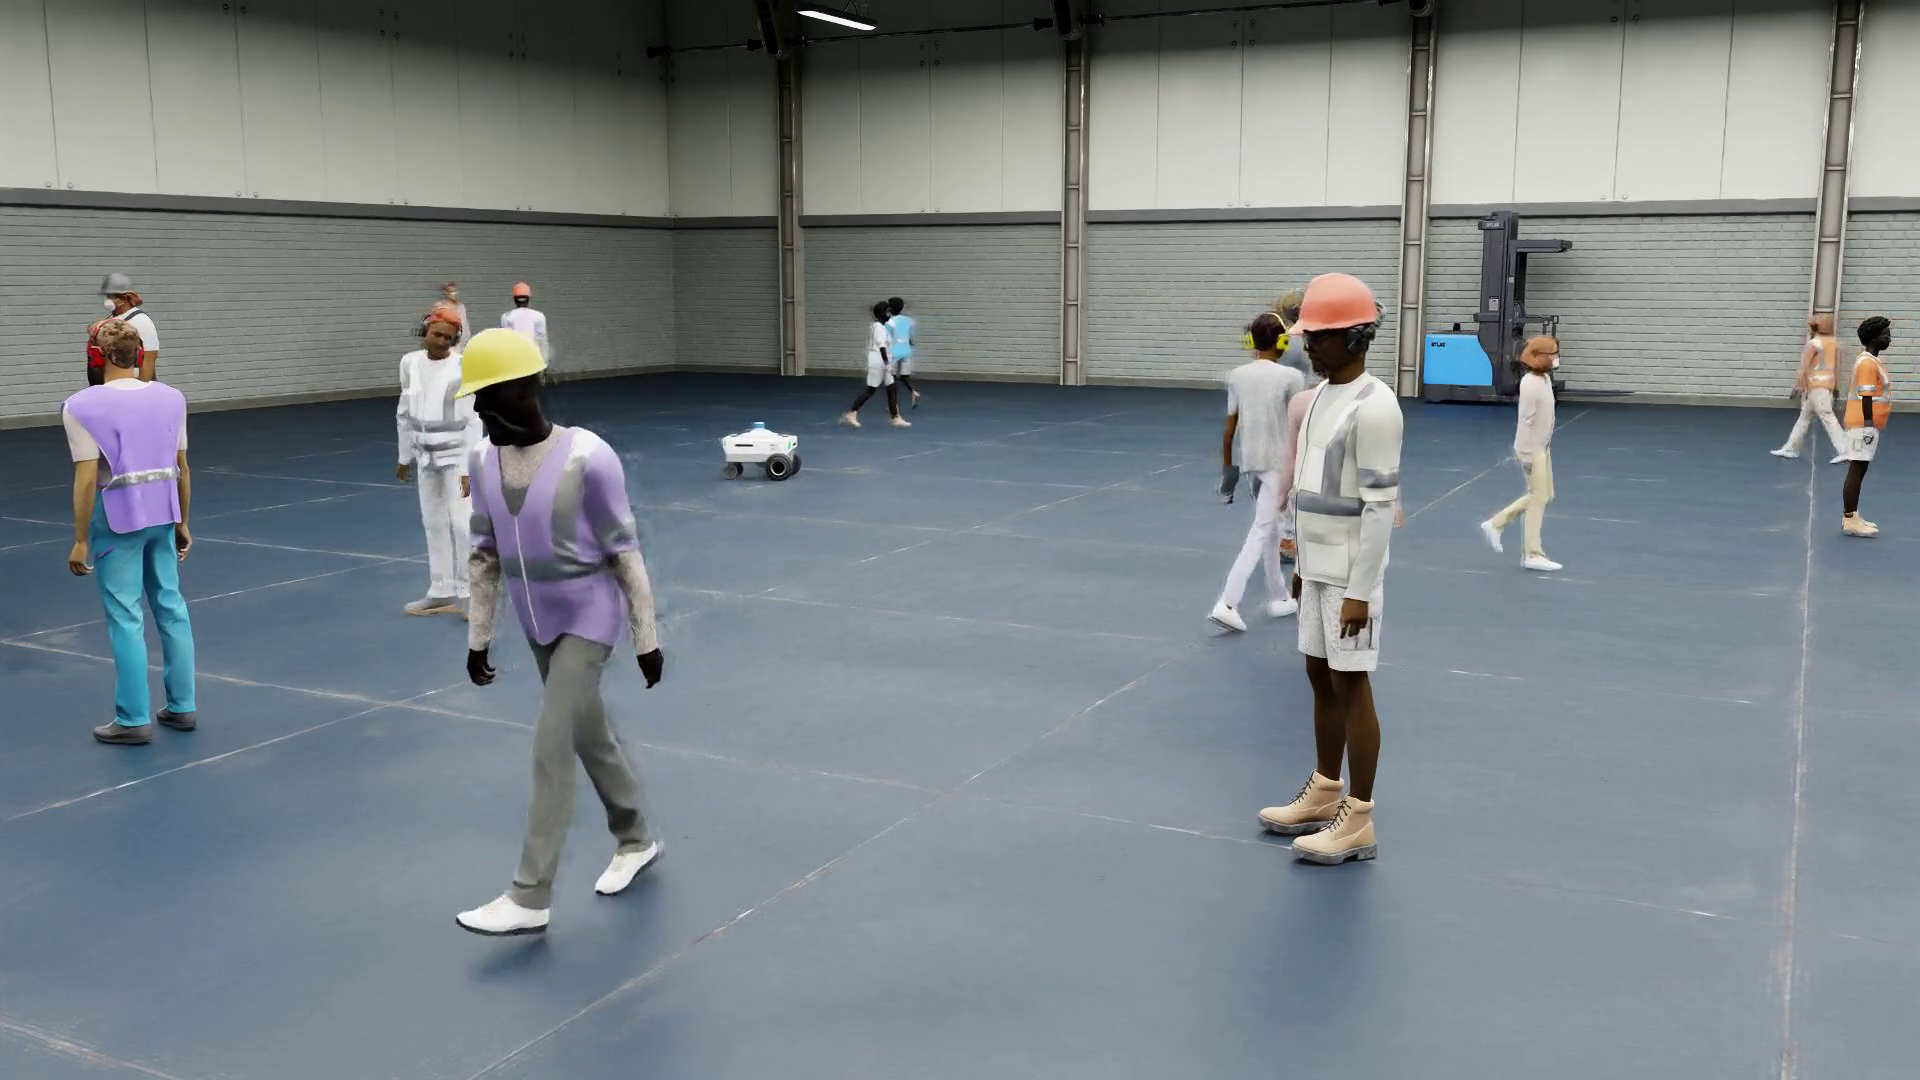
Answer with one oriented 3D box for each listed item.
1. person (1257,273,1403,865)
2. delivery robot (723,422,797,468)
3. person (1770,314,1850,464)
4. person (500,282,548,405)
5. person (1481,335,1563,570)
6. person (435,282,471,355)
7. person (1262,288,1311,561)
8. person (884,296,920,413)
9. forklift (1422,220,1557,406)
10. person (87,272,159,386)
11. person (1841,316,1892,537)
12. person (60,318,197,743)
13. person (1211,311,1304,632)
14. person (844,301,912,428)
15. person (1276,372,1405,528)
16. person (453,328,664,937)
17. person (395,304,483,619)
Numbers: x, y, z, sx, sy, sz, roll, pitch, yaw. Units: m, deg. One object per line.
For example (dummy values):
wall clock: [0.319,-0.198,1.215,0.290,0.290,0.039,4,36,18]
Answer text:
person: [1.303,0.096,5.828,0.377,2.041,0.607,-2,9,-10]
delivery robot: [-1.992,-0.928,16.550,0.707,0.478,0.477,1,9,6]
person: [9.189,-1.613,17.785,0.525,1.586,0.922,-7,11,-36]
person: [-5.370,-2.223,20.545,0.561,1.908,0.814,-3,10,-20]
person: [3.932,-0.614,11.511,0.507,1.615,0.514,5,11,30]
person: [-7.813,-3.003,25.456,0.879,1.879,0.638,3,10,20]
person: [2.350,-0.797,11.684,0.473,1.922,0.659,1,9,9]
person: [-0.855,-2.668,23.951,0.536,1.681,0.533,-7,12,-38]
forklift: [8.245,-3.527,25.720,1.873,2.768,1.129,5,10,27]
person: [-7.459,-1.340,14.810,0.679,2.000,0.537,7,11,36]
person: [7.071,-0.891,12.970,0.318,1.697,0.535,5,10,27]
person: [-3.604,-0.040,7.273,0.373,1.840,0.570,5,10,26]
person: [1.754,-0.403,9.617,0.976,1.817,0.520,-8,12,-39]
person: [-1.099,-2.283,21.667,0.852,1.663,0.541,1,9,4]
person: [2.009,-0.213,8.680,0.657,1.718,0.689,6,11,33]
person: [-1.276,0.278,5.221,0.614,1.870,0.969,6,11,35]
person: [-3.044,-0.453,9.811,0.646,1.856,0.371,4,10,25]
